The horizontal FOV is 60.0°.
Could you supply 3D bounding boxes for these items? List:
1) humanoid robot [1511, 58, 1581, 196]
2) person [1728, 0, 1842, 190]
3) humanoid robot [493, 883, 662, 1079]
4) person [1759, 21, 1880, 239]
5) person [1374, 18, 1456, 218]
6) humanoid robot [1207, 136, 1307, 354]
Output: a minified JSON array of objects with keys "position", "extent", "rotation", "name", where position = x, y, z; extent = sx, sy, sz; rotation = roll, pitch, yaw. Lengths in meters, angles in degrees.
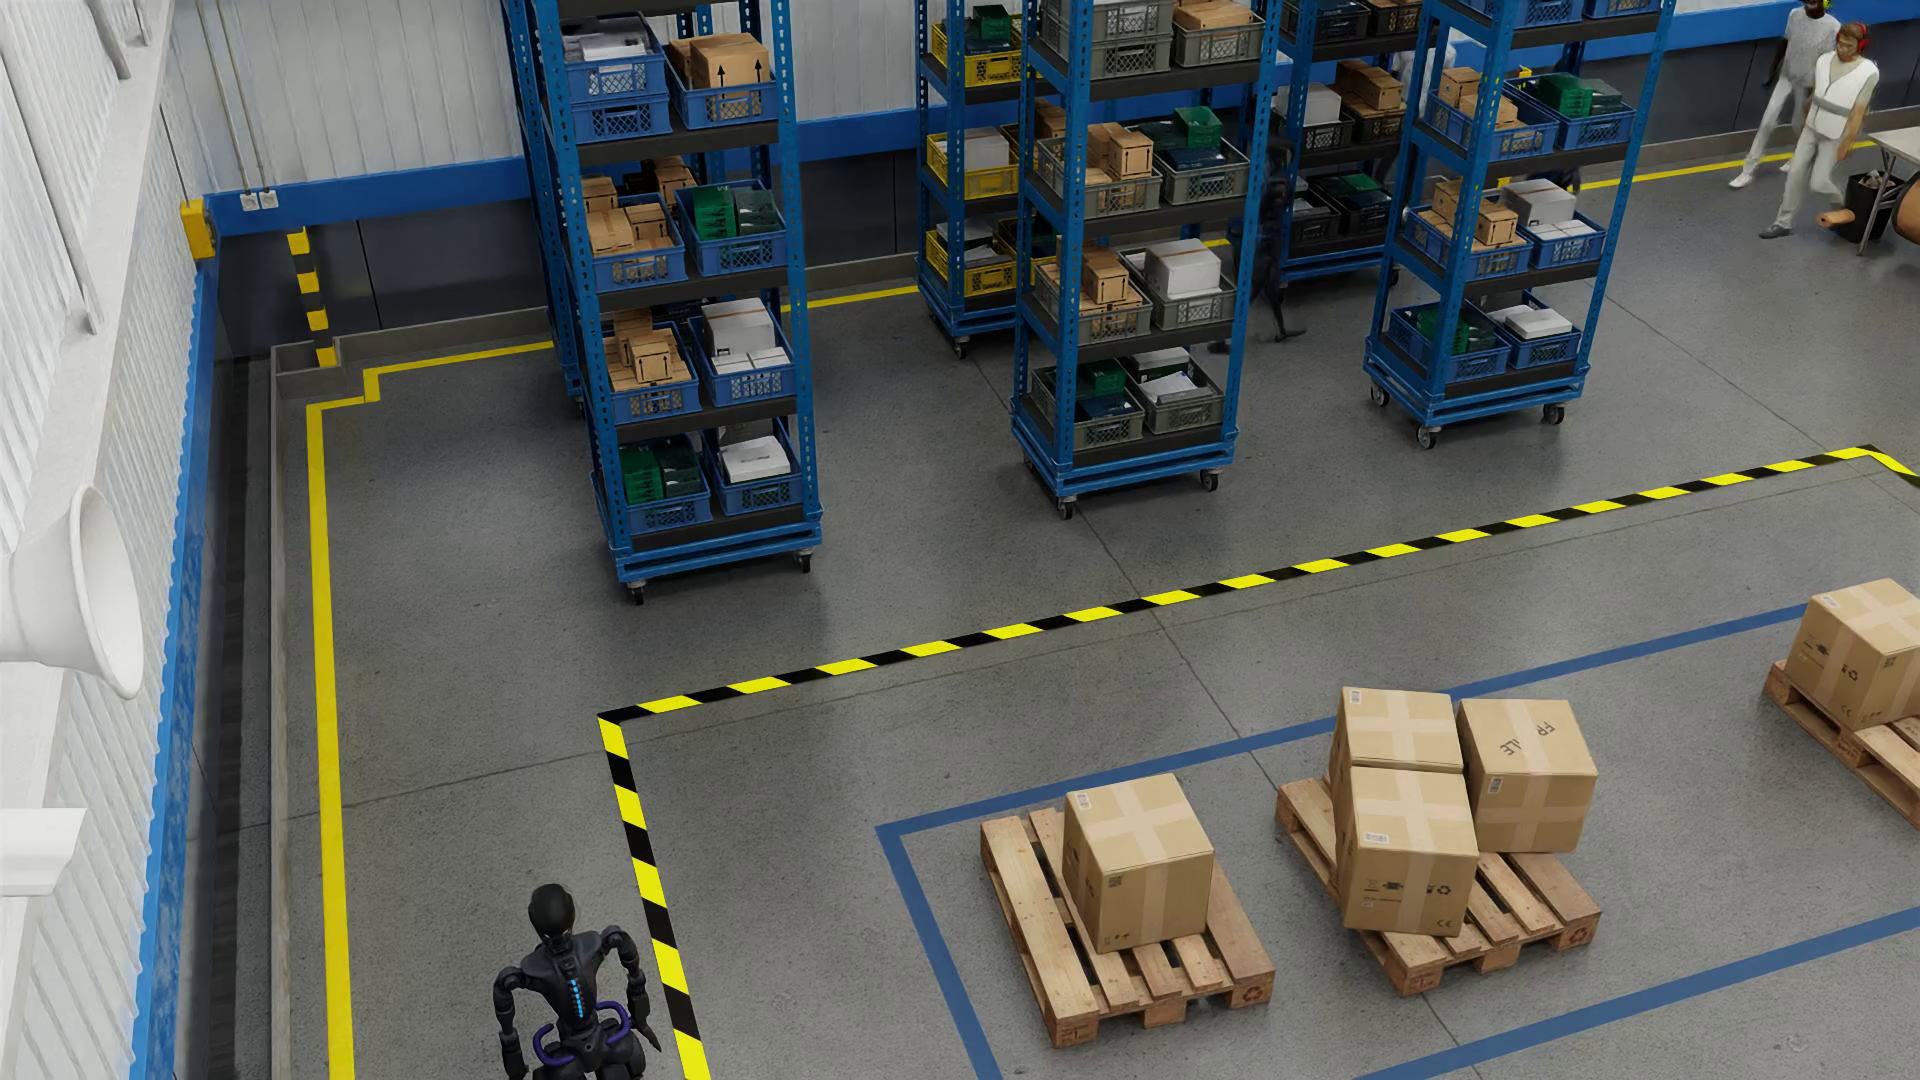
[{"position":[4.669,-2.992,13.116],"extent":[0.785,1.631,0.602],"rotation":[-27,43,-33],"name":"humanoid robot"},{"position":[7.211,-3.971,14.354],"extent":[0.897,1.819,0.580],"rotation":[-24,42,-30],"name":"person"},{"position":[-1.397,1.897,6.131],"extent":[0.599,1.657,0.315],"rotation":[-18,39,-24],"name":"humanoid robot"},{"position":[6.985,-3.269,13.342],"extent":[0.622,1.818,0.566],"rotation":[-14,38,-19],"name":"person"},{"position":[3.738,-3.514,13.695],"extent":[0.517,1.840,0.399],"rotation":[14,38,19],"name":"person"},{"position":[2.173,-2.078,11.812],"extent":[0.761,1.628,0.593],"rotation":[-1,35,-1],"name":"humanoid robot"}]
